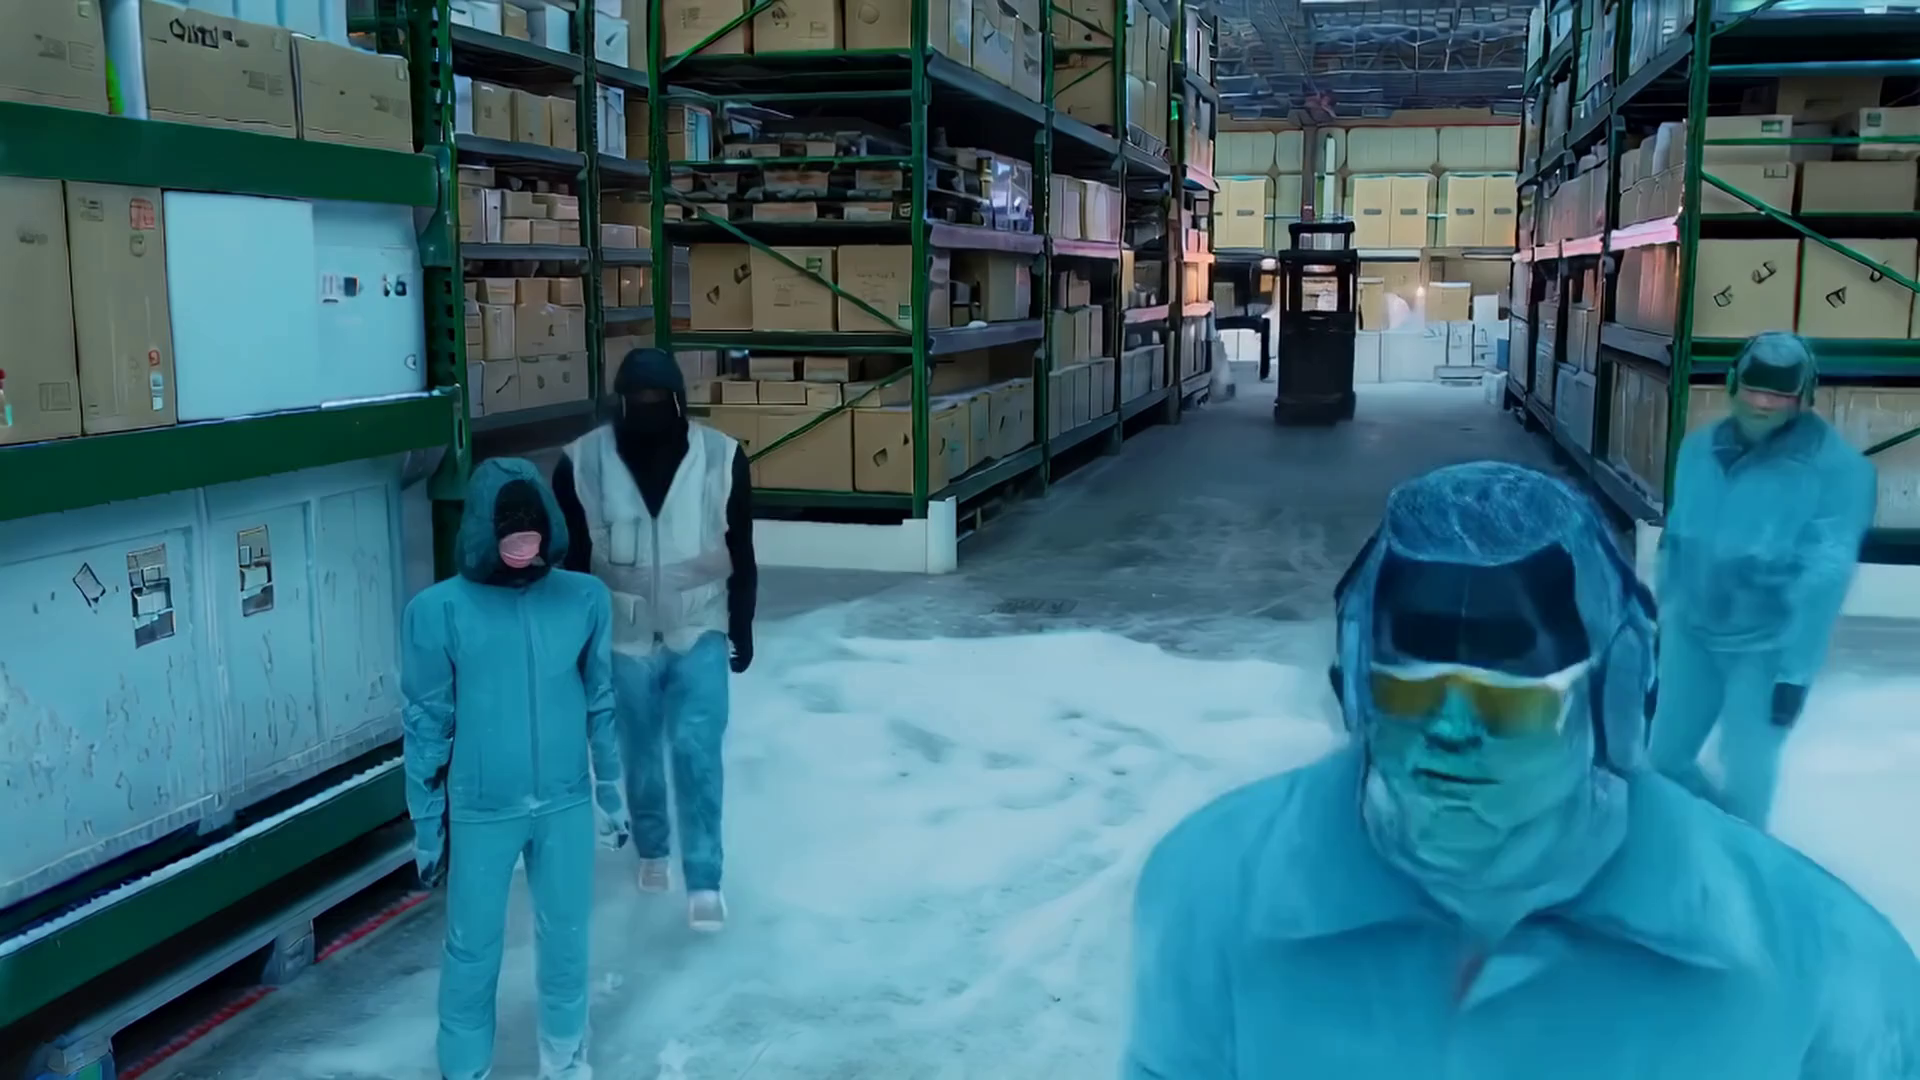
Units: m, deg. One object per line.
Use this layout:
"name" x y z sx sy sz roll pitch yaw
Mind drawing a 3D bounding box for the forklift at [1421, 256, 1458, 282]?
"forklift" 12.201 -6.084 42.428 1.129 2.768 1.873 2 9 15

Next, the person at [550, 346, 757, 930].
"person" -0.952 0.308 5.203 0.652 1.805 0.817 -2 9 -10

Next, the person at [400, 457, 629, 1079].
"person" -0.993 0.624 3.757 0.507 1.633 0.276 -7 11 -37

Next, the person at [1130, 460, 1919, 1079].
"person" 0.399 0.883 1.323 0.649 1.885 0.679 3 10 20

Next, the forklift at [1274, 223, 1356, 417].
"forklift" 5.330 -3.293 24.691 1.129 2.768 1.873 2 9 15

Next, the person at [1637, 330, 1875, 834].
"person" 2.332 0.314 4.976 0.413 1.874 0.689 -4 10 -26

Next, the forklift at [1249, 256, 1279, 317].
"forklift" 11.325 -9.117 61.693 1.129 2.768 1.873 2 9 15

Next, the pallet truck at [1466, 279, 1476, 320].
"pallet truck" 18.896 -8.459 60.307 1.885 1.965 0.823 5 10 31
